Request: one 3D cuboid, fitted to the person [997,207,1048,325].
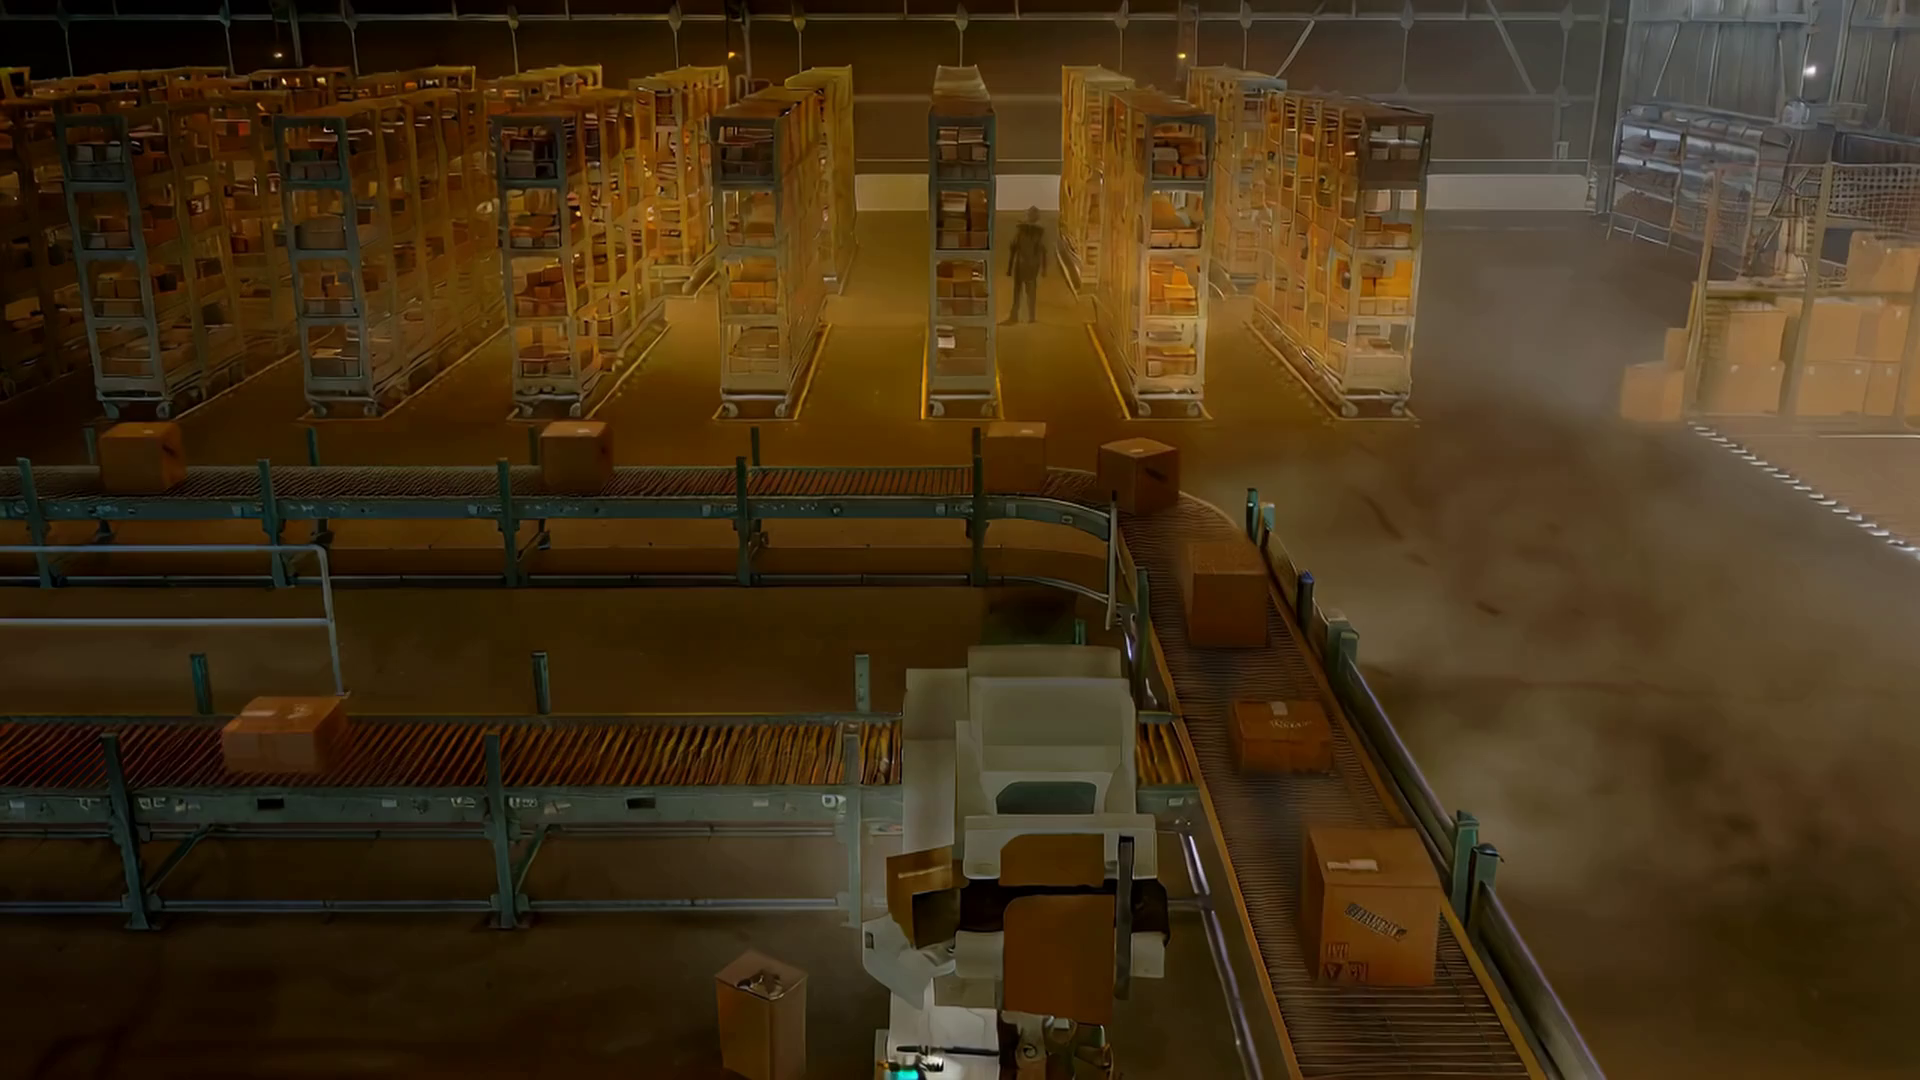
[{"bbox_3d":[0.974,-4.236,25.783,0.789,1.802,0.390,-4,18,-12],"label":"person"}]

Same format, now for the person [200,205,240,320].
[{"bbox_3d":[-11.664,-4.395,26.304,0.603,1.779,0.944,-8,19,-22],"label":"person"}]
